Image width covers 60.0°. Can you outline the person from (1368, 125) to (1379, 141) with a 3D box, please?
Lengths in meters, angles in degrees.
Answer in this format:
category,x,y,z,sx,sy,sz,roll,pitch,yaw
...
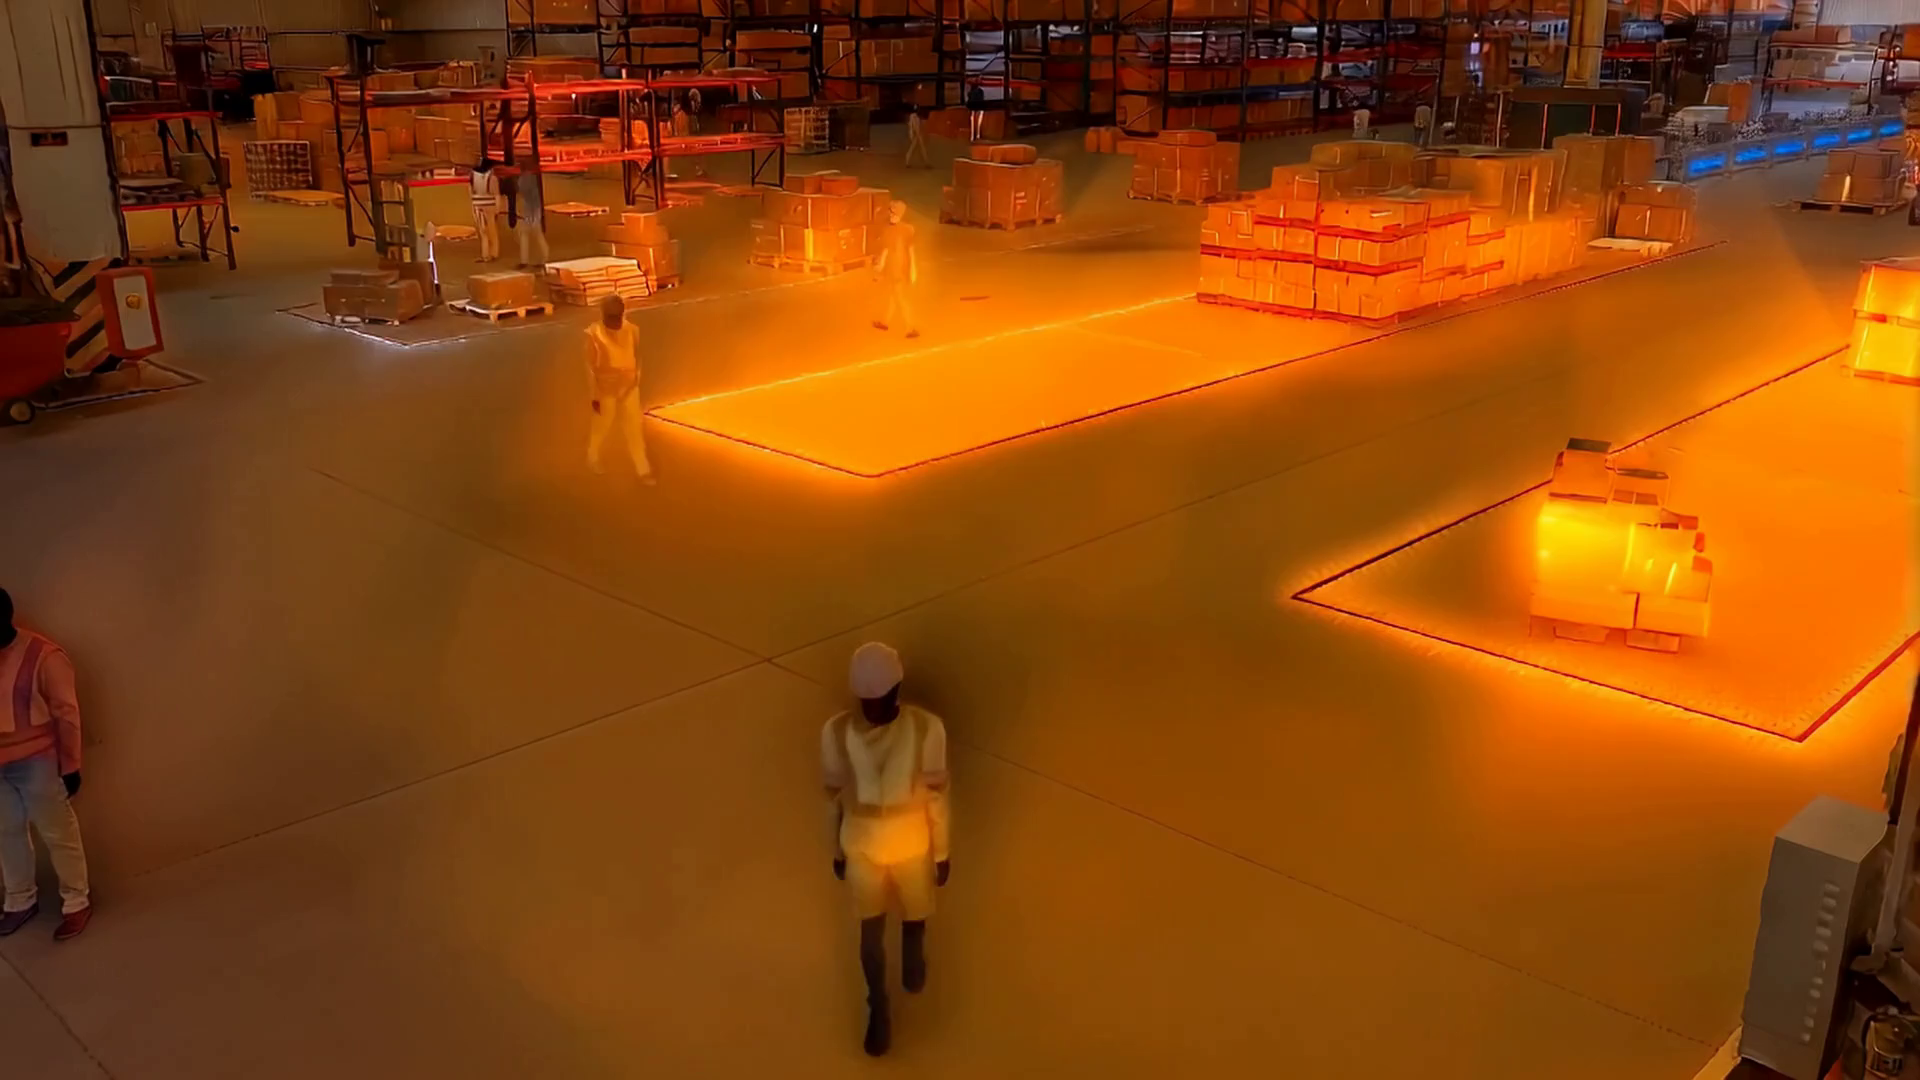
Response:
category,x,y,z,sx,sy,sz,roll,pitch,yaw
person,8.559,-7.637,34.427,0.879,1.828,0.530,10,21,28

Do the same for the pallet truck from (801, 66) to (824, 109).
category,x,y,z,sx,sy,sz,roll,pitch,yaw
pallet truck,-4.812,-15.182,56.903,0.823,1.965,1.885,-9,21,-26

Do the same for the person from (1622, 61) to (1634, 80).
category,x,y,z,sx,sy,sz,roll,pitch,yaw
person,27.035,-18.525,67.395,0.580,1.731,0.580,-12,22,-32

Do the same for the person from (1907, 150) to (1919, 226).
category,x,y,z,sx,sy,sz,roll,pitch,yaw
person,19.133,-7.202,32.952,0.360,1.936,0.552,16,24,40

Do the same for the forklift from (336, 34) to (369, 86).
category,x,y,z,sx,sy,sz,roll,pitch,yaw
forklift,-23.464,-18.297,64.908,1.129,2.768,1.873,17,25,41

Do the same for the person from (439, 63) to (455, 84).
category,x,y,z,sx,sy,sz,roll,pitch,yaw
person,-19.127,-16.850,62.103,0.548,1.894,0.997,-6,19,-18

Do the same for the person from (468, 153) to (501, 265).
category,x,y,z,sx,sy,sz,roll,pitch,yaw
person,-8.096,-5.628,28.297,0.576,1.882,0.355,5,19,15

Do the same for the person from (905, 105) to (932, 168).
category,x,y,z,sx,sy,sz,roll,pitch,yaw
person,-1.102,-10.610,43.746,0.845,1.590,0.547,-8,20,-22

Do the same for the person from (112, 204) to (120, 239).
category,x,y,z,sx,sy,sz,roll,pitch,yaw
person,-13.654,-4.975,26.354,0.634,1.880,0.670,7,20,19

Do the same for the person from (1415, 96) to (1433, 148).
category,x,y,z,sx,sy,sz,roll,pitch,yaw
person,13.093,-11.710,47.025,0.503,1.623,0.434,10,21,29

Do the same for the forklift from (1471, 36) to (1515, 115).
category,x,y,z,sx,sy,sz,roll,pitch,yaw
forklift,19.973,-17.201,61.605,1.873,2.768,1.129,16,24,40

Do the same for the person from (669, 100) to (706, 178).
category,x,y,z,sx,sy,sz,roll,pitch,yaw
person,-6.801,-9.944,41.285,0.885,1.909,0.637,-5,19,-14

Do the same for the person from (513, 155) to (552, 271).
category,x,y,z,sx,sy,sz,roll,pitch,yaw
person,-7.213,-5.427,27.653,0.771,1.906,0.695,-2,18,-7

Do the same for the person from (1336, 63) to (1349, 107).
category,x,y,z,sx,sy,sz,roll,pitch,yaw
person,15.204,-18.103,66.181,0.549,1.682,0.428,-7,19,-19

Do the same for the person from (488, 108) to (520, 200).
category,x,y,z,sx,sy,sz,roll,pitch,yaw
person,-10.062,-8.562,36.891,0.781,2.000,0.691,-16,24,-39

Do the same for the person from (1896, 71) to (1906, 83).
category,x,y,z,sx,sy,sz,roll,pitch,yaw
person,33.142,-15.693,58.872,0.638,1.705,0.894,-11,21,-29

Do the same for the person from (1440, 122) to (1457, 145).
category,x,y,z,sx,sy,sz,roll,pitch,yaw
person,10.557,-8.182,36.183,0.550,1.751,0.368,-14,23,-36

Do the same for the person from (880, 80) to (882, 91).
category,x,y,z,sx,sy,sz,roll,pitch,yaw
person,-2.717,-17.344,63.692,0.654,1.824,0.448,-3,19,-10

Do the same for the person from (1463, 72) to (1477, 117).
category,x,y,z,sx,sy,sz,roll,pitch,yaw
person,18.741,-16.318,60.920,0.521,1.608,0.641,-15,23,-38

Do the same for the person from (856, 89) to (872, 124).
category,x,y,z,sx,sy,sz,roll,pitch,yaw
person,-2.935,-12.844,50.442,0.519,1.624,0.479,-10,21,-27

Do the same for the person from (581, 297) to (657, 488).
category,x,y,z,sx,sy,sz,roll,pitch,yaw
person,-3.283,-1.419,15.772,0.630,1.799,0.972,-14,23,-37

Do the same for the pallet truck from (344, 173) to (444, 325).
category,x,y,z,sx,sy,sz,roll,pitch,yaw
pallet truck,-8.209,-4.181,23.757,0.823,1.965,1.885,3,19,9

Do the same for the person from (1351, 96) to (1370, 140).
category,x,y,z,sx,sy,sz,roll,pitch,yaw
person,10.073,-10.223,42.061,0.552,1.932,0.377,-13,22,-35

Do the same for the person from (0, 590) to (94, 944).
category,x,y,z,sx,sy,sz,roll,pitch,yaw
person,-4.595,1.098,8.095,0.636,1.842,0.429,2,18,5

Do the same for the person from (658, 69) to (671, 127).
category,x,y,z,sx,sy,sz,roll,pitch,yaw
person,-10.083,-15.057,56.668,0.589,1.912,0.390,13,23,35

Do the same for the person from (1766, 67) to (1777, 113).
category,x,y,z,sx,sy,sz,roll,pitch,yaw
person,28.933,-15.884,59.110,0.362,1.939,0.542,15,23,38

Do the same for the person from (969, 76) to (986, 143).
category,x,y,z,sx,sy,sz,roll,pitch,yaw
person,0.553,-13.132,50.747,0.404,1.981,0.622,-15,24,-39

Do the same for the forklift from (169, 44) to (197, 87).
category,x,y,z,sx,sy,sz,roll,pitch,yaw
forklift,-24.644,-14.331,52.958,1.129,2.768,1.873,17,25,41

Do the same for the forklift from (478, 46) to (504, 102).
category,x,y,z,sx,sy,sz,roll,pitch,yaw
forklift,-14.397,-13.832,51.456,1.129,2.768,1.873,17,25,41

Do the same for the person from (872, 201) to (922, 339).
category,x,y,z,sx,sy,sz,roll,pitch,yaw
person,-0.851,-3.627,22.386,0.980,1.818,0.523,15,24,38

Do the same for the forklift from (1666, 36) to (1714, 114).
category,x,y,z,sx,sy,sz,roll,pitch,yaw
forklift,27.341,-17.291,61.877,1.129,2.768,1.873,17,25,41

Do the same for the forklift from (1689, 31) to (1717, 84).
category,x,y,z,sx,sy,sz,roll,pitch,yaw
forklift,30.803,-19.734,69.238,1.129,2.768,1.873,17,25,41

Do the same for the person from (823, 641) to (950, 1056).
category,x,y,z,sx,sy,sz,roll,pitch,yaw
person,-0.318,1.308,7.346,0.559,1.914,0.541,1,18,3

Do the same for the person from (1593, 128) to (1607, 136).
category,x,y,z,sx,sy,sz,roll,pitch,yaw
person,12.409,-7.051,32.484,0.632,1.942,0.459,-15,24,-38

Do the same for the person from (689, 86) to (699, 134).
category,x,y,z,sx,sy,sz,roll,pitch,yaw
person,-8.589,-13.969,53.713,0.318,1.700,0.535,0,18,0
